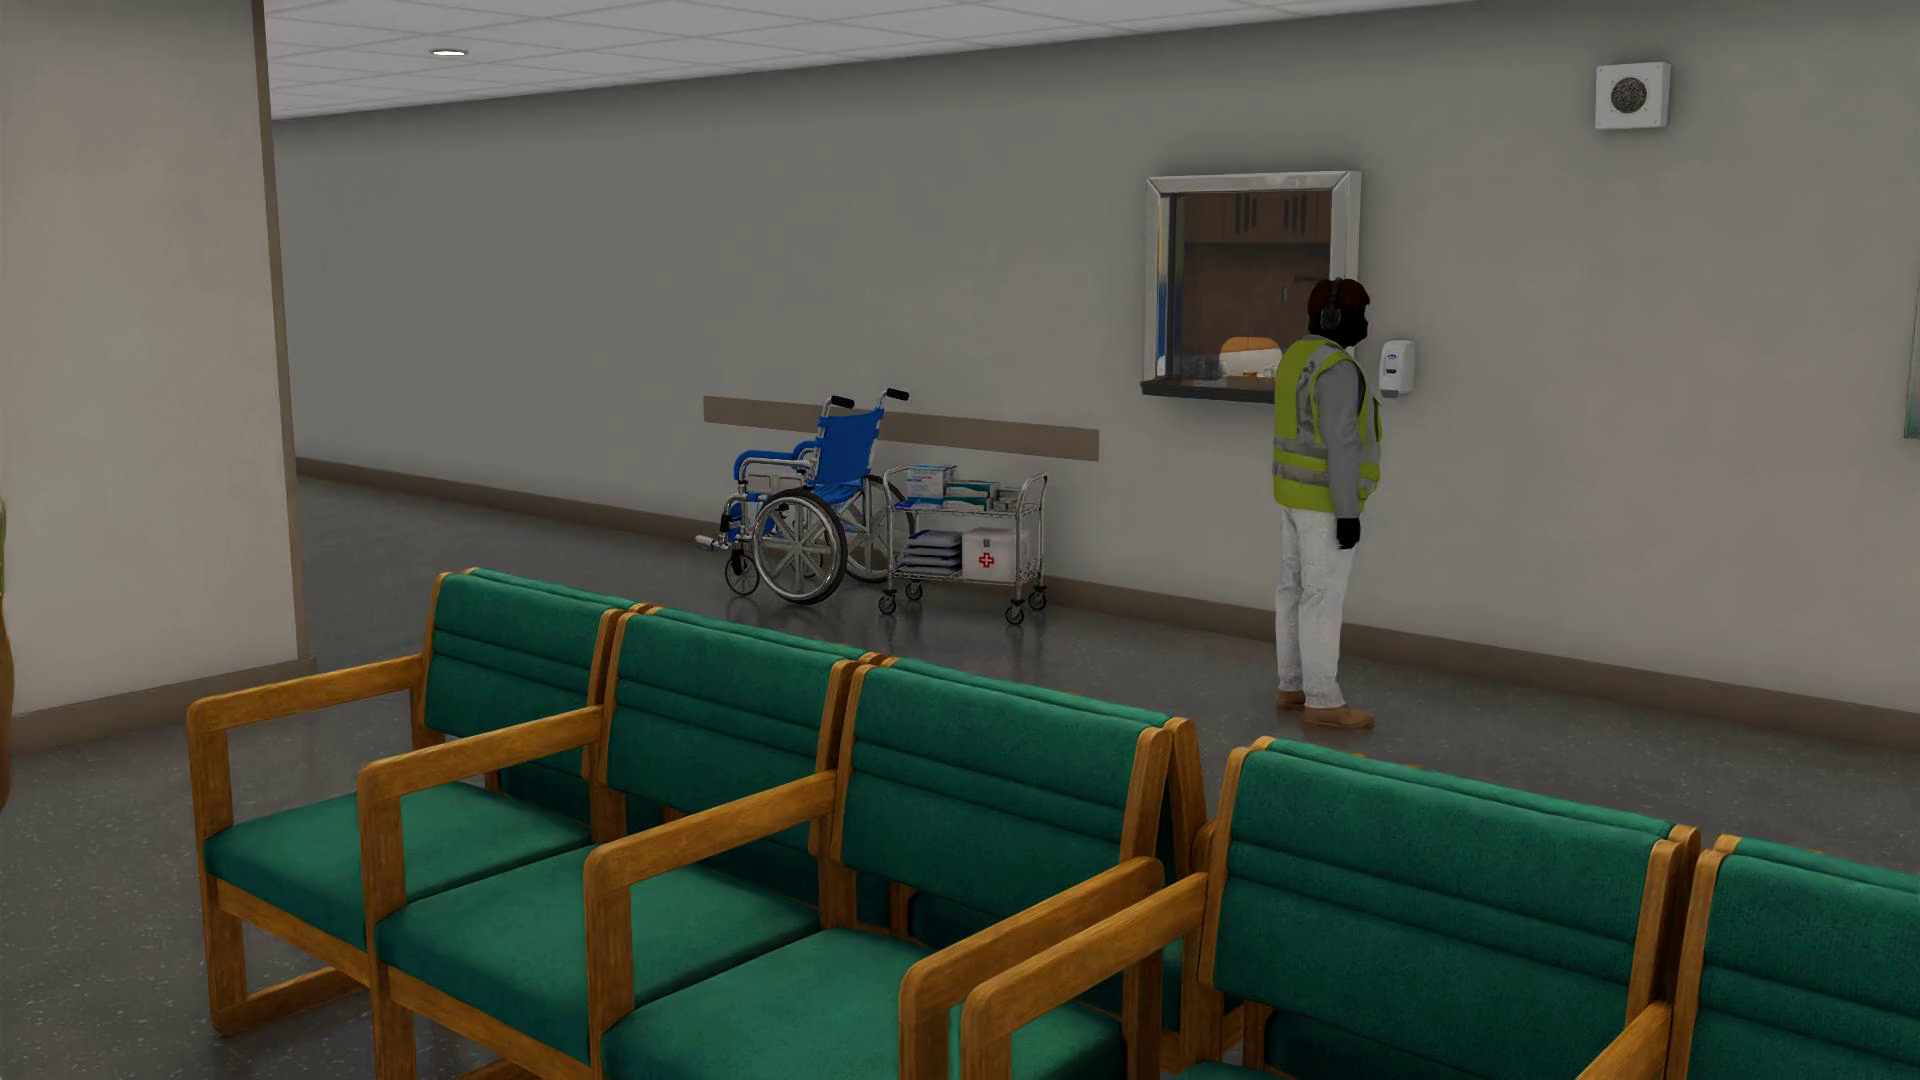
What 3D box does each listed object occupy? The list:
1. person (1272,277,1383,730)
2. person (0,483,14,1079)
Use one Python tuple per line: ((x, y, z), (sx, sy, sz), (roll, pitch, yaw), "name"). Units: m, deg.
((1.507, -0.152, 6.861), (0.430, 1.841, 0.624), (-1, 10, -7), "person")
((-2.178, 0.487, 3.293), (0.628, 1.804, 0.804), (-8, 13, -37), "person")
